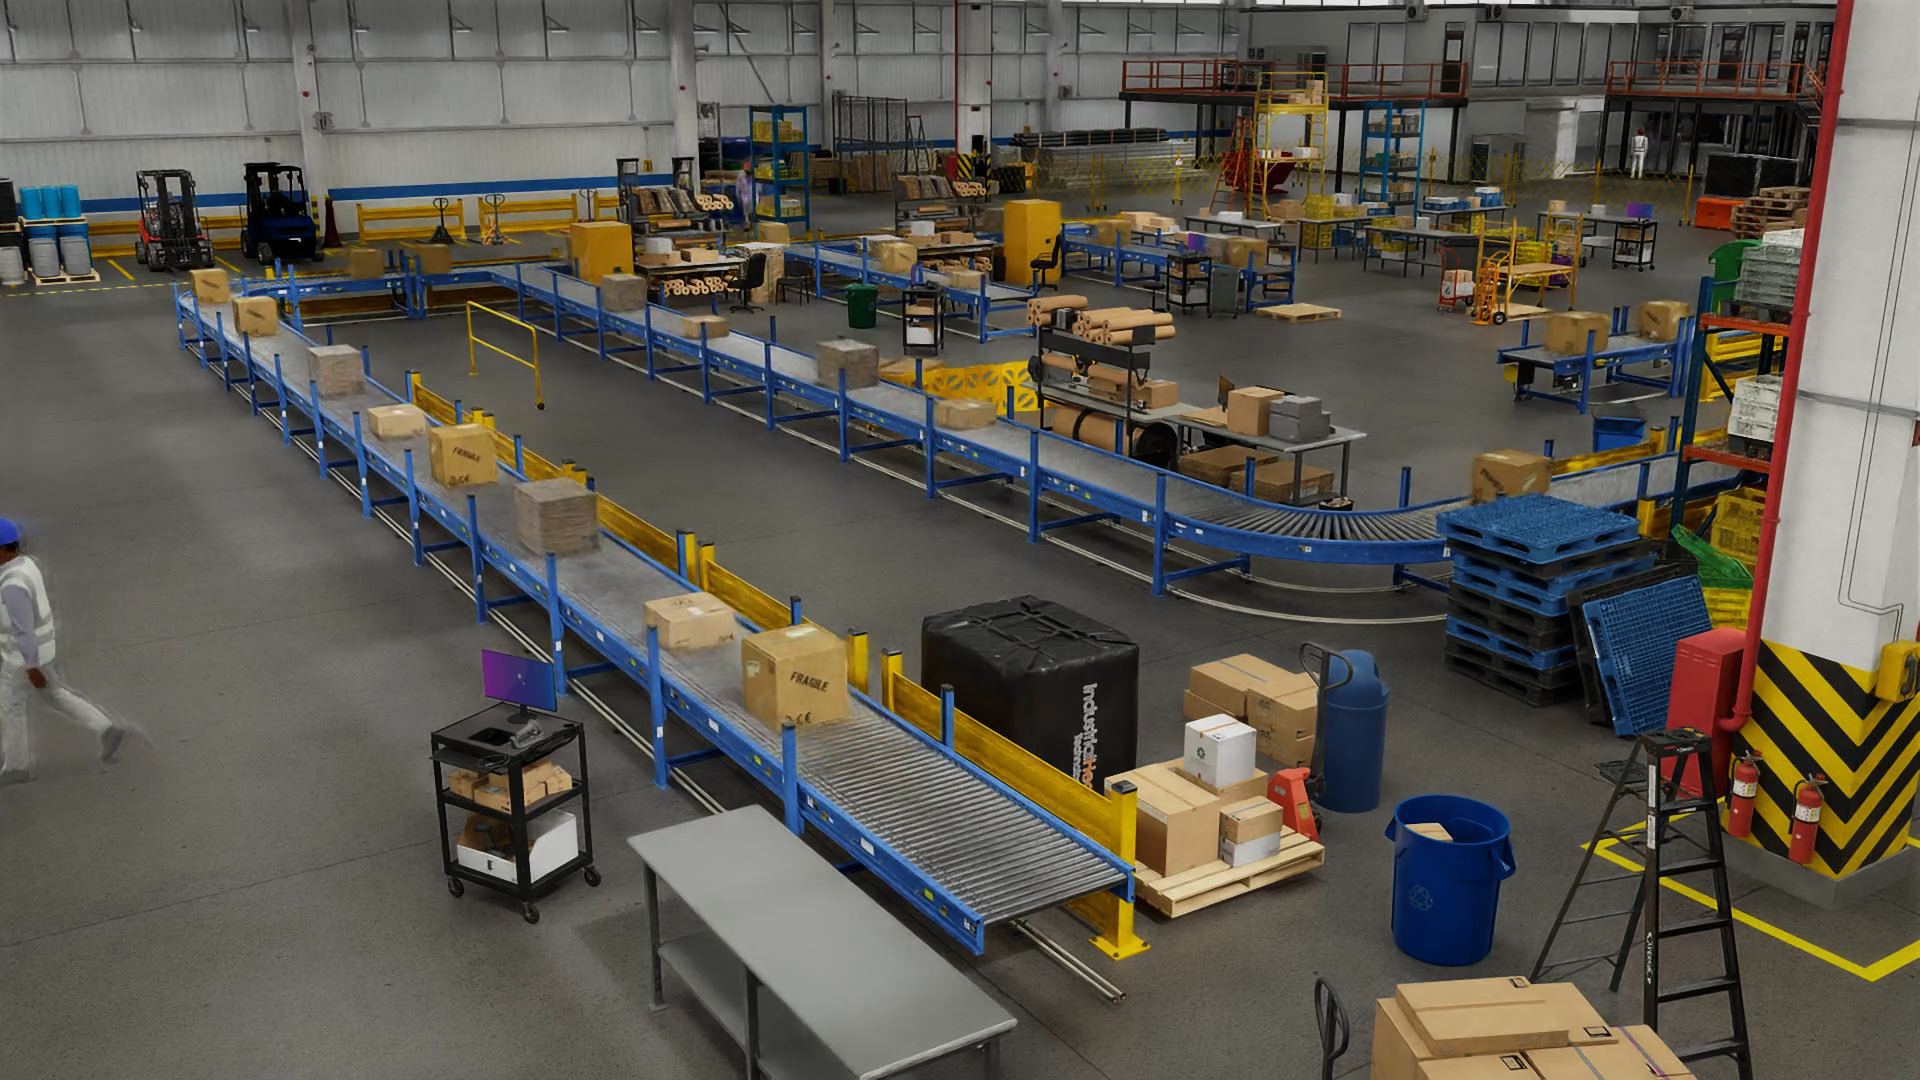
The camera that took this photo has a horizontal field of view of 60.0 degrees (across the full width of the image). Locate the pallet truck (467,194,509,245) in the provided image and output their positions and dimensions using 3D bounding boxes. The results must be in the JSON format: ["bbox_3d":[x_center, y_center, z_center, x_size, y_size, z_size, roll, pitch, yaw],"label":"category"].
[{"bbox_3d":[-11.983,-8.177,42.137,0.704,1.261,1.522,-11,20,-33],"label":"pallet truck"}]

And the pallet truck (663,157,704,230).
[{"bbox_3d":[-7.586,-9.308,44.692,0.823,1.965,1.885,-11,20,-33],"label":"pallet truck"}]

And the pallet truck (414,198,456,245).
[{"bbox_3d":[-13.250,-8.060,41.856,0.680,1.201,1.601,-10,20,-31],"label":"pallet truck"}]

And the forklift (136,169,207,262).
[{"bbox_3d":[-17.842,-7.318,37.559,1.157,1.987,2.680,-10,20,-31],"label":"forklift"}]

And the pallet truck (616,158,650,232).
[{"bbox_3d":[-8.918,-9.176,44.255,0.823,1.965,1.885,-9,19,-27],"label":"pallet truck"}]

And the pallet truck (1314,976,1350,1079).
[{"bbox_3d":[2.299,2.390,7.086,1.601,1.201,0.680,-2,17,-7],"label":"pallet truck"}]

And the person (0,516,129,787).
[{"bbox_3d":[-6.328,0.733,11.424,0.863,1.917,0.610,-6,18,-18],"label":"person"}]

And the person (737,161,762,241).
[{"bbox_3d":[-5.420,-8.769,42.930,0.628,1.990,1.062,2,17,7],"label":"person"}]

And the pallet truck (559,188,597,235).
[{"bbox_3d":[-10.010,-8.652,43.699,0.653,1.274,1.630,-10,20,-31],"label":"pallet truck"}]

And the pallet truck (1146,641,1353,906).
[{"bbox_3d":[1.664,1.407,10.232,1.630,1.274,0.653,-10,20,-31],"label":"pallet truck"}]

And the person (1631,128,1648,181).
[{"bbox_3d":[24.848,-14.112,60.877,0.574,1.883,0.356,12,20,34],"label":"person"}]

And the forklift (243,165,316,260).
[{"bbox_3d":[-15.898,-7.669,38.708,1.157,1.987,2.680,-11,20,-33],"label":"forklift"}]

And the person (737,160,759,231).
[{"bbox_3d":[-5.626,-9.314,44.953,0.683,1.849,0.981,9,19,27],"label":"person"}]
